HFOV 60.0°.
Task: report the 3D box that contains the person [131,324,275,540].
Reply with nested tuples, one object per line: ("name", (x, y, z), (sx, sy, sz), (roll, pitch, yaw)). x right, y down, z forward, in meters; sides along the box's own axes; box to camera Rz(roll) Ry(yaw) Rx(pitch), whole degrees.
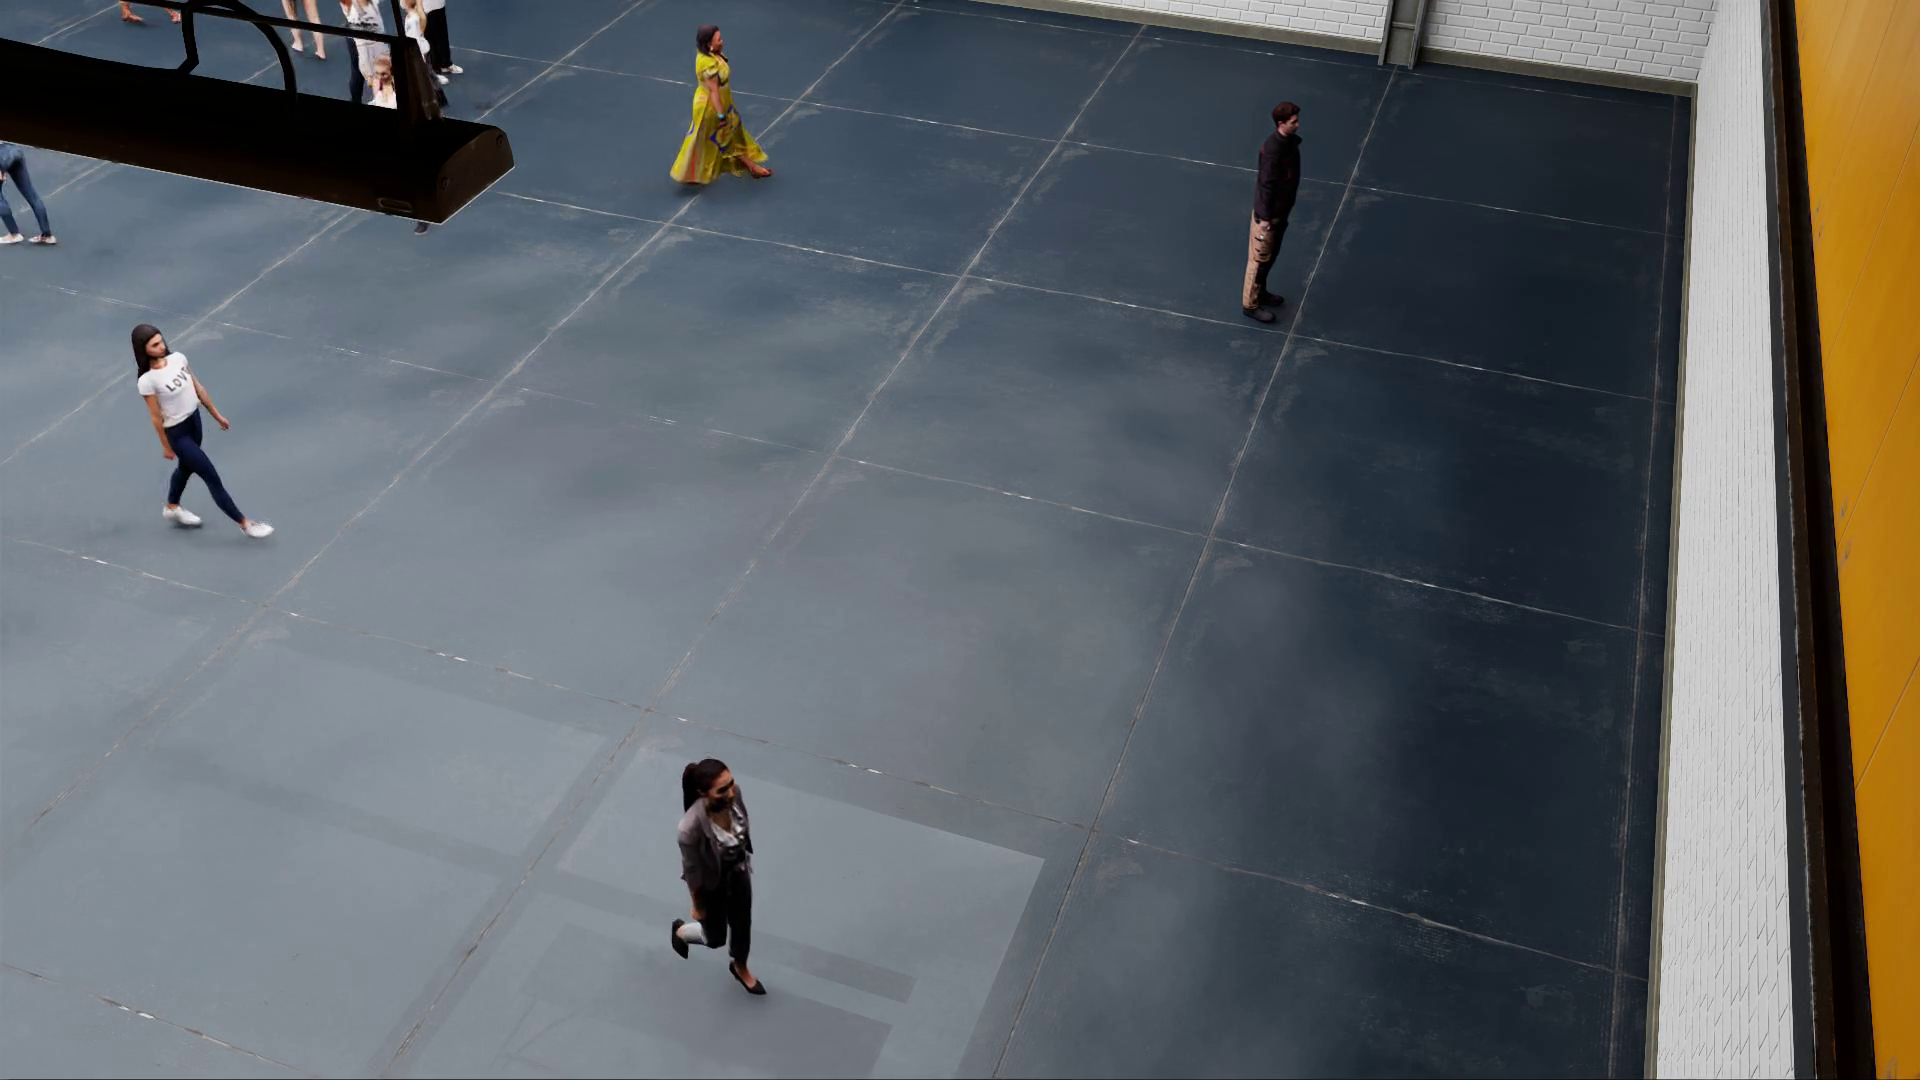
("person", (-5.526, -0.751, 11.684), (1.181, 1.735, 0.760), (7, 39, 8))

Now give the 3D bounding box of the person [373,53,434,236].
("person", (-5.060, -3.708, 15.365), (0.652, 1.762, 0.716), (14, 41, 17))

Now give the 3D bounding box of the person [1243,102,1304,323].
("person", (2.652, -2.809, 14.110), (0.598, 1.924, 0.714), (16, 41, 19))

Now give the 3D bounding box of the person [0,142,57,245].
("person", (-8.595, -3.456, 15.092), (0.746, 1.710, 0.596), (9, 40, 11))

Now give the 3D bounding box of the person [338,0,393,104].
("person", (-6.261, -5.175, 17.191), (1.114, 1.776, 0.793), (4, 39, 5))

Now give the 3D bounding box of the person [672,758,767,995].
("person", (-1.308, 1.737, 8.626), (0.894, 1.664, 0.743), (22, 44, 25))

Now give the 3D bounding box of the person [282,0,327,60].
("person", (-7.358, -6.151, 18.533), (0.846, 1.627, 0.947), (-25, 45, -28))

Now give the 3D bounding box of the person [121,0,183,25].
("person", (-9.689, -6.777, 19.288), (1.179, 1.664, 0.823), (2, 39, 3))

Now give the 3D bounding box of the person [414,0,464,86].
("person", (-5.771, -5.863, 18.124), (0.593, 1.688, 0.654), (11, 40, 14))

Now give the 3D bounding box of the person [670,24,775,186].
("person", (-2.454, -4.128, 16.021), (1.354, 1.600, 1.069), (-3, 39, -4))

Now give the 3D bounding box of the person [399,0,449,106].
("person", (-5.654, -5.181, 17.610), (0.810, 1.263, 0.690), (-6, 39, -7))
